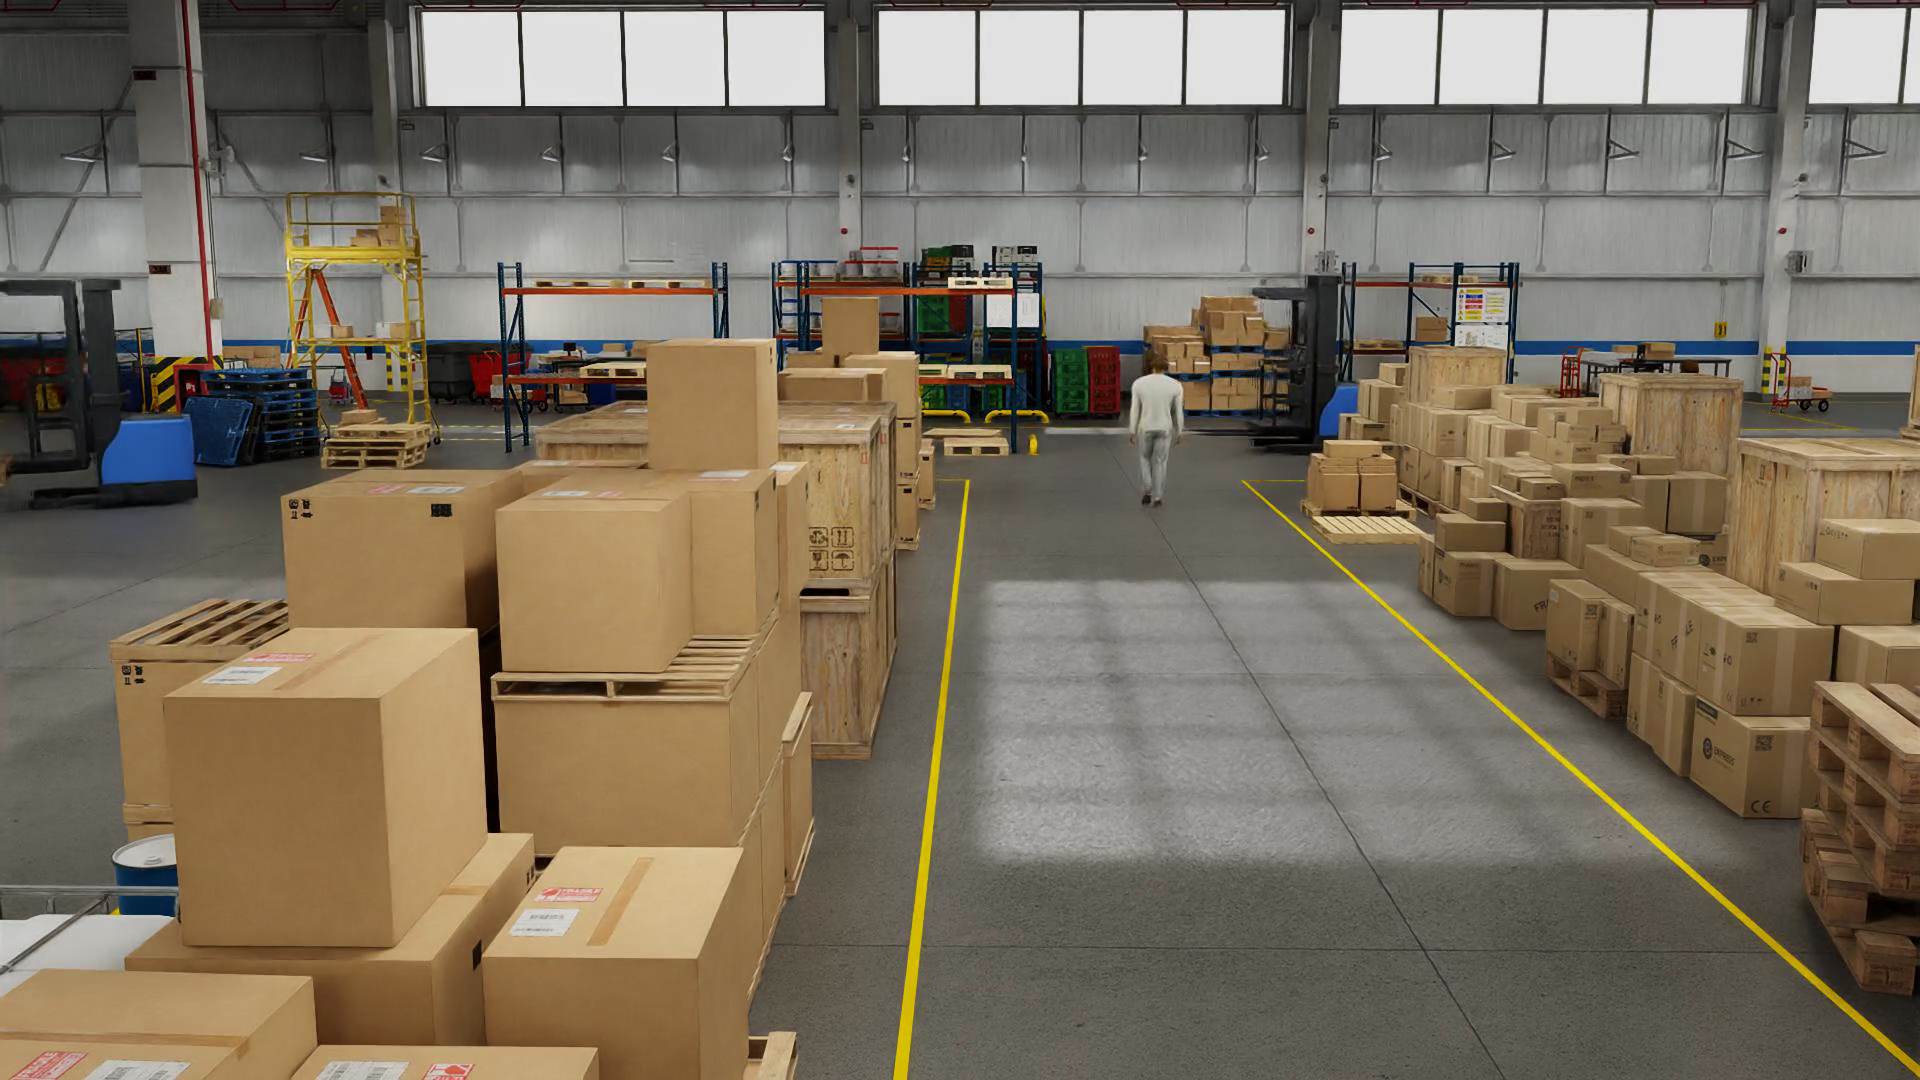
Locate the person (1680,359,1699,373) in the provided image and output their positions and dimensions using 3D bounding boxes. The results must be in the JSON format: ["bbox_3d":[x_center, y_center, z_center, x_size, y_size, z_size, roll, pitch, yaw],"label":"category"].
[{"bbox_3d":[9.010,-1.322,20.661,0.624,1.845,0.430,-3,10,-16],"label":"person"}]

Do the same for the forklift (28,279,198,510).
[{"bbox_3d":[-10.660,-1.862,20.791,1.873,2.768,1.129,-4,10,-25],"label":"forklift"}]

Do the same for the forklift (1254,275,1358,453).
[{"bbox_3d":[5.770,-2.821,26.530,1.873,2.768,1.129,0,9,-2],"label":"forklift"}]

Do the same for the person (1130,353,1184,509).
[{"bbox_3d":[2.460,-1.374,20.739,0.661,1.913,0.795,2,10,9],"label":"person"}]
